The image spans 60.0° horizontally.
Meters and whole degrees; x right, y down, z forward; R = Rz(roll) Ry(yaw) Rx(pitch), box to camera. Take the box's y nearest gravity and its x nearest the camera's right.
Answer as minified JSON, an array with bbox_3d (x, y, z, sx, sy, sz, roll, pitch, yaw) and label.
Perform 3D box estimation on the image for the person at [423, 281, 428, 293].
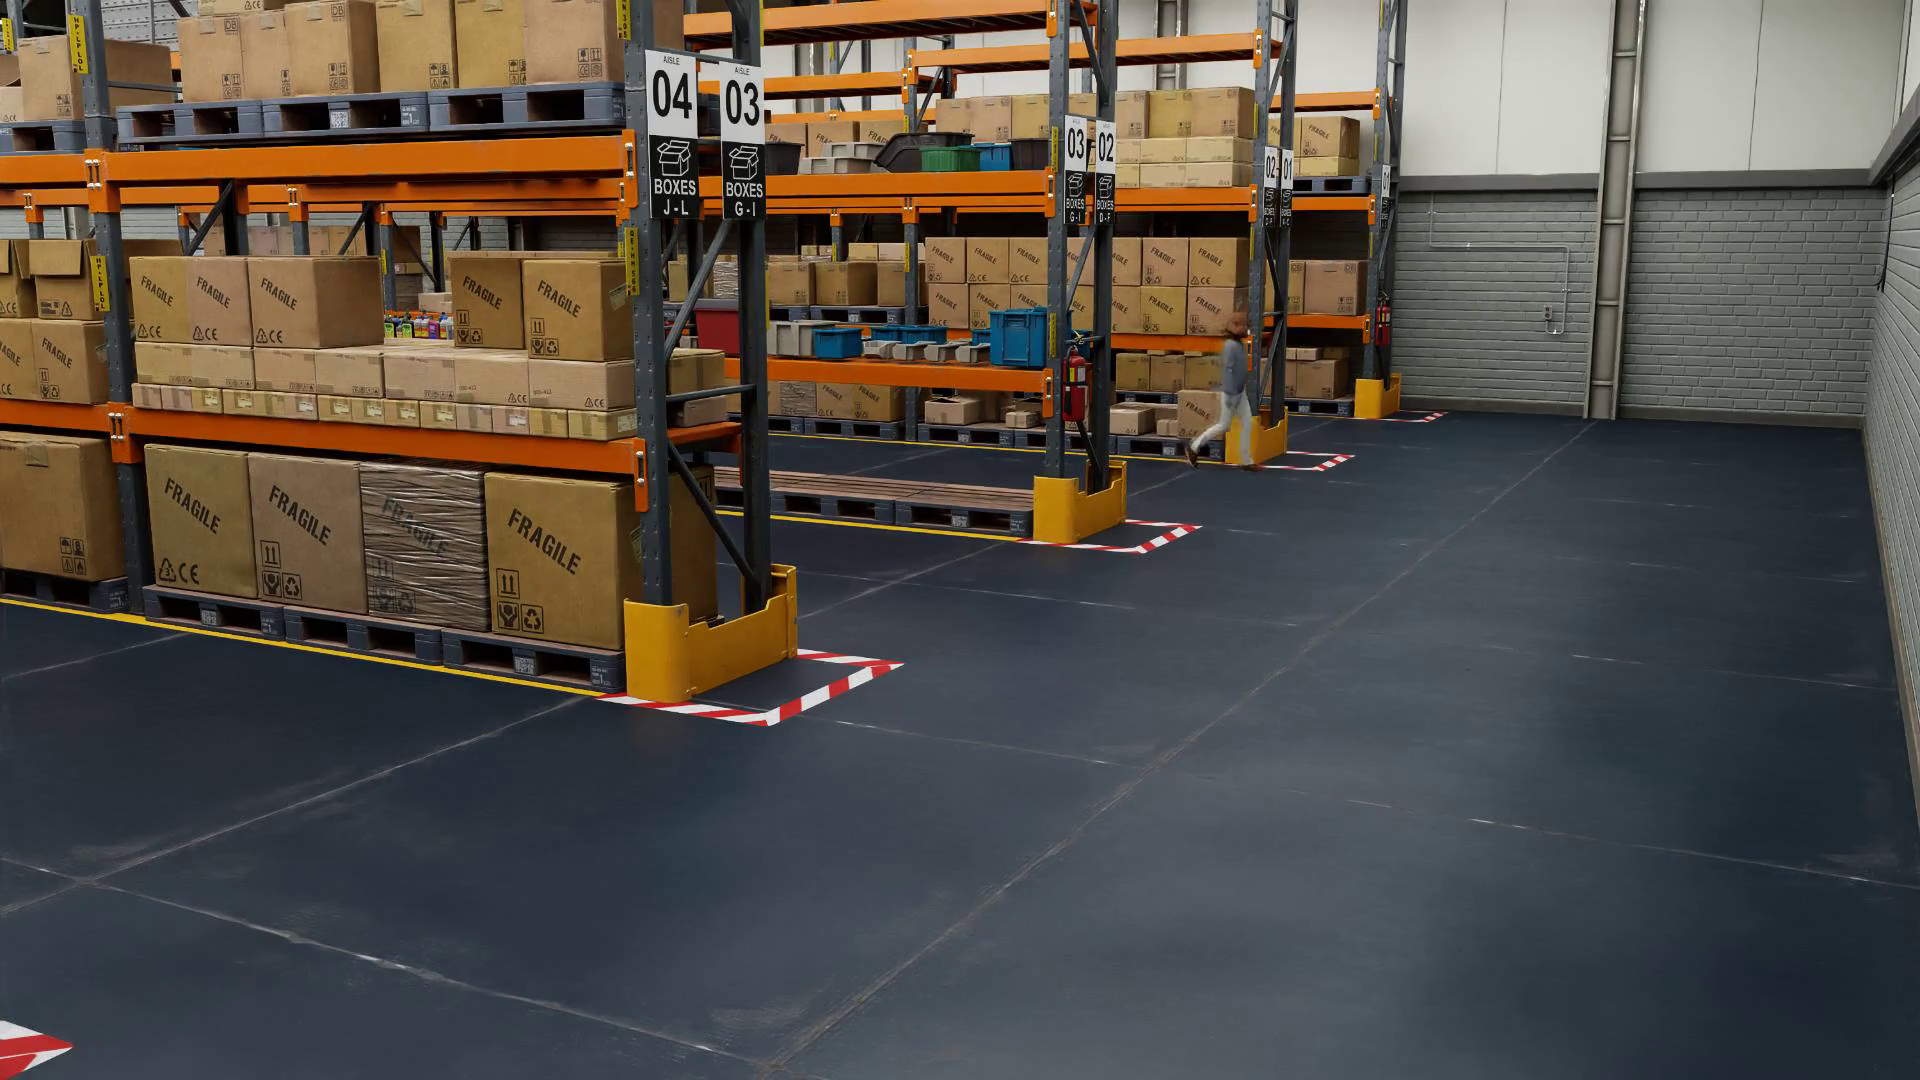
[{"bbox_3d":[-9.187,-3.720,27.849,0.426,1.955,0.630,8,13,37],"label":"person"}]

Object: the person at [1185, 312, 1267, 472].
[{"bbox_3d":[2.665,-1.475,16.608,0.759,1.605,0.516,5,12,25],"label":"person"}]
